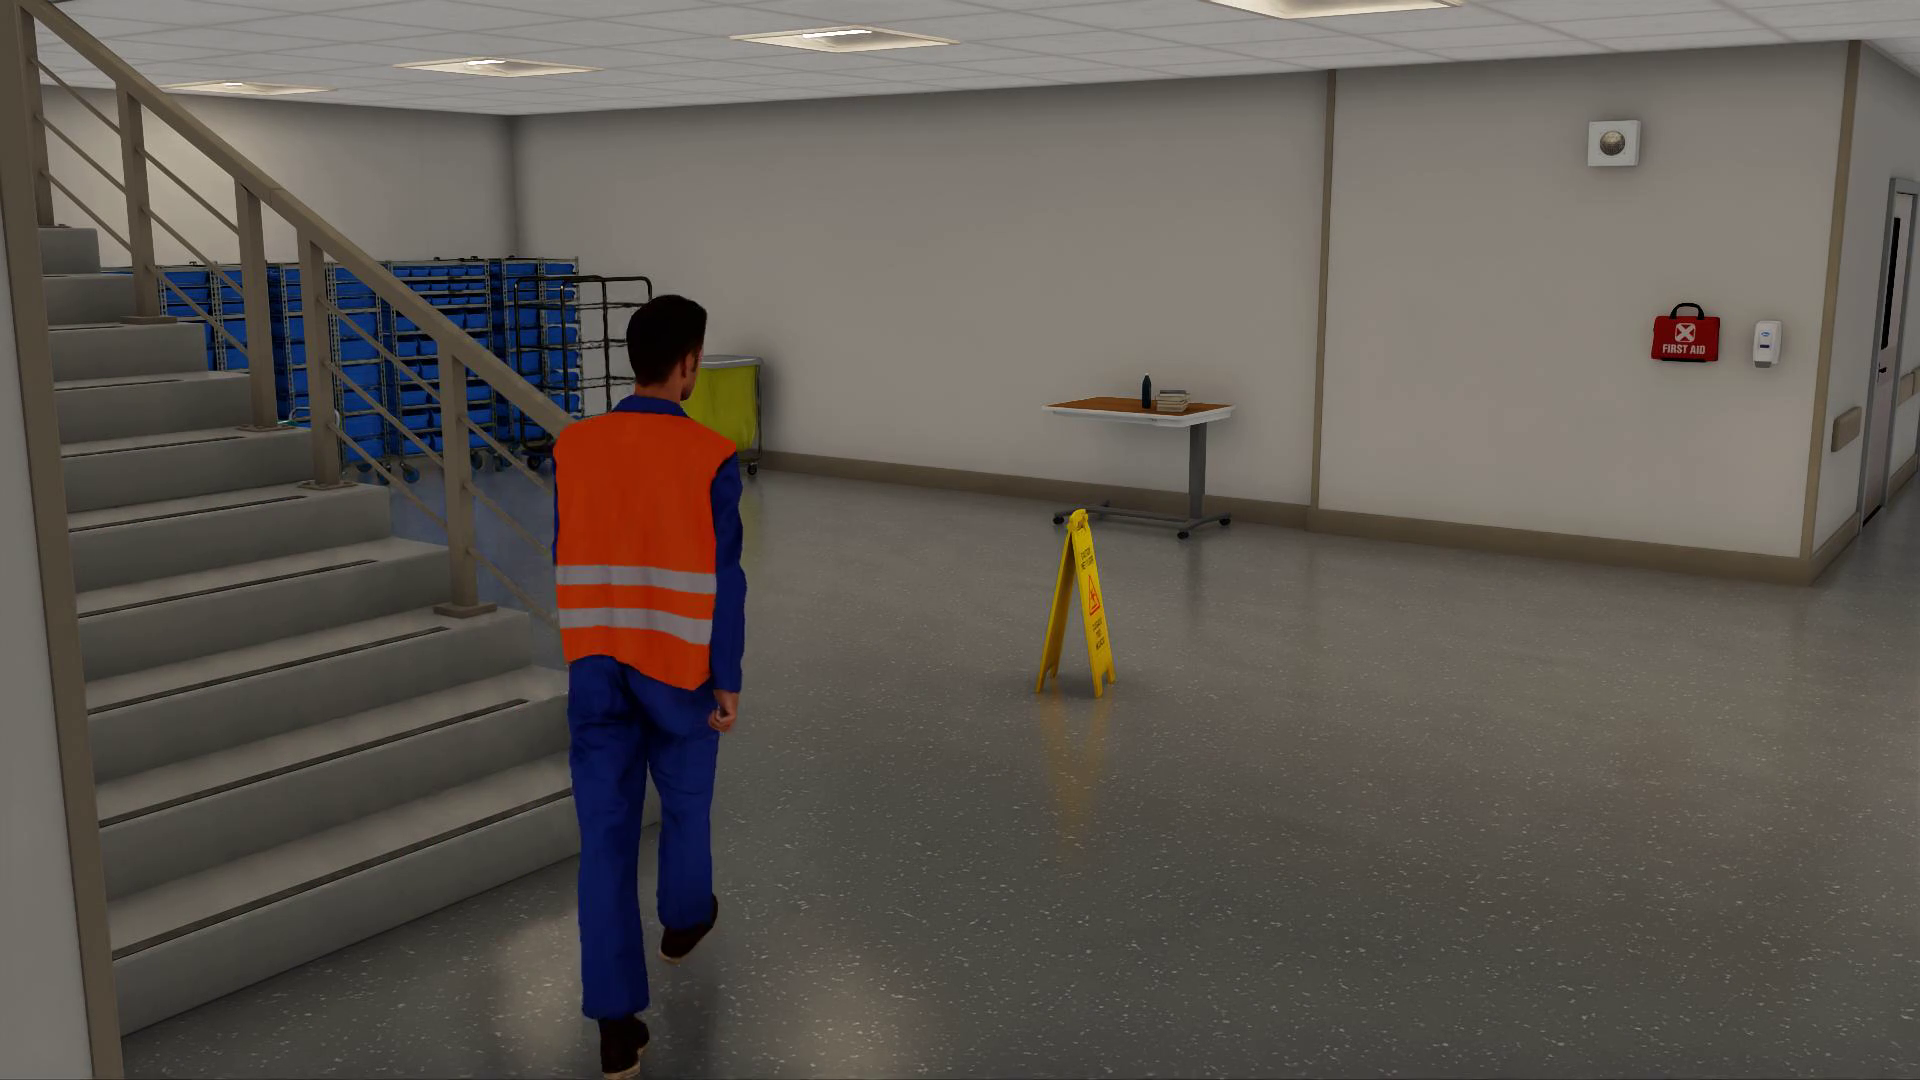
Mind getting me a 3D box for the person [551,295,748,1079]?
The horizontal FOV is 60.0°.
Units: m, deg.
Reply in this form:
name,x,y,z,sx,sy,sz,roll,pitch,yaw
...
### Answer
name,x,y,z,sx,sy,sz,roll,pitch,yaw
person,-0.788,0.373,3.994,1.262,1.804,1.174,1,11,3
